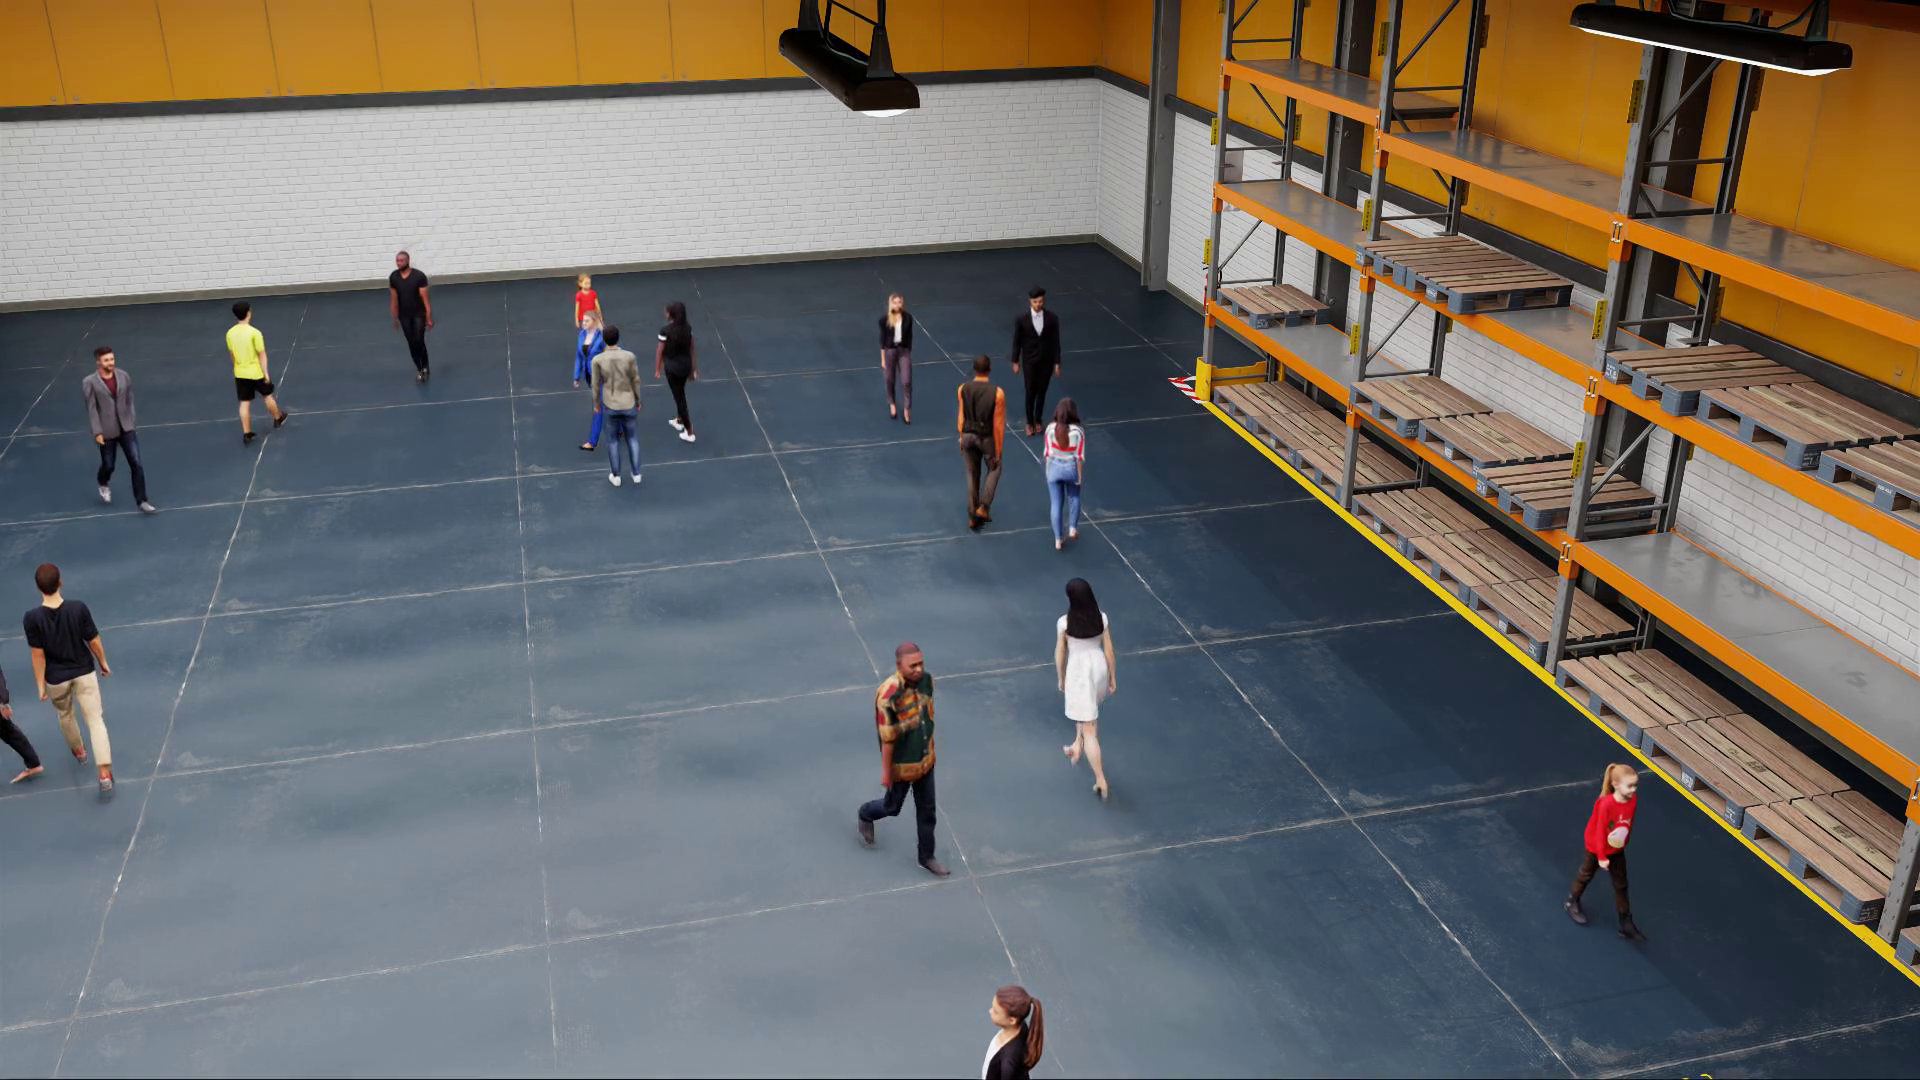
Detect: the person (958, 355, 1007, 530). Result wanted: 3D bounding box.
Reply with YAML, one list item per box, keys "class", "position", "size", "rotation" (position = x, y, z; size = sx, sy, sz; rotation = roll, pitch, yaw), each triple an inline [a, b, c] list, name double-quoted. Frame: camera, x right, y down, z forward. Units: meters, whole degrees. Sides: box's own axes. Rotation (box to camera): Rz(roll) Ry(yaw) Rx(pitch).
- class: "person"
  position: [0.184, -0.993, 17.500]
  size: [0.872, 1.894, 0.929]
  rotation: [7, 24, 15]

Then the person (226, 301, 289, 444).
- class: "person"
  position: [-8.605, -1.995, 20.078]
  size: [0.886, 1.665, 1.132]
  rotation: [1, 24, 3]

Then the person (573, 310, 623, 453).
- class: "person"
  position: [-4.285, -1.935, 19.946]
  size: [1.102, 1.661, 1.121]
  rotation: [14, 27, 29]

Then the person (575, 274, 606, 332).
- class: "person"
  position: [-5.172, -3.045, 22.960]
  size: [0.717, 1.280, 0.954]
  rotation: [-18, 29, -36]

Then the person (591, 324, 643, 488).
- class: "person"
  position: [-3.846, -1.506, 18.711]
  size: [0.711, 1.865, 0.608]
  rotation: [-7, 25, -17]

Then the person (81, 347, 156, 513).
- class: "person"
  position: [-9.204, -1.201, 18.031]
  size: [1.237, 1.849, 1.056]
  rotation: [20, 31, 38]

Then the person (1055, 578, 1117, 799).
- class: "person"
  position: [1.004, 1.158, 12.788]
  size: [0.605, 1.726, 0.963]
  rotation: [-3, 24, -7]

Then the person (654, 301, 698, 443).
- class: "person"
  position: [-3.349, -2.008, 20.041]
  size: [0.863, 1.718, 1.004]
  rotation: [-21, 31, -40]

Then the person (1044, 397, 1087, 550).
- class: "person"
  position: [1.057, -0.667, 17.125]
  size: [0.745, 1.596, 0.837]
  rotation: [3, 24, 7]

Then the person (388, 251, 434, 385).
- class: "person"
  position: [-7.247, -2.982, 22.159]
  size: [0.788, 1.807, 0.791]
  rotation: [2, 24, 5]

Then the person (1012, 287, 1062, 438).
- class: "person"
  position: [0.941, -2.218, 20.343]
  size: [0.775, 1.861, 0.757]
  rotation: [-3, 24, -7]

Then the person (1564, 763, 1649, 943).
- class: "person"
  position: [4.341, 2.066, 11.301]
  size: [0.555, 1.255, 0.851]
  rotation: [-8, 25, -18]

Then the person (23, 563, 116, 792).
- class: "person"
  position: [-6.826, 1.097, 12.816]
  size: [0.923, 1.815, 1.274]
  rotation: [-14, 27, -29]

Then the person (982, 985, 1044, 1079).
- class: "person"
  position: [0.283, 2.995, 8.804]
  size: [0.685, 1.552, 0.603]
  rotation: [6, 24, 13]

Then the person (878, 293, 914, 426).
- class: "person"
  position: [-0.815, -2.297, 20.785]
  size: [0.611, 1.653, 0.801]
  rotation: [-4, 24, -9]

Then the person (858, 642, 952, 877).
- class: "person"
  position: [-0.431, 1.522, 11.880]
  size: [1.217, 1.786, 1.040]
  rotation: [21, 31, 39]
